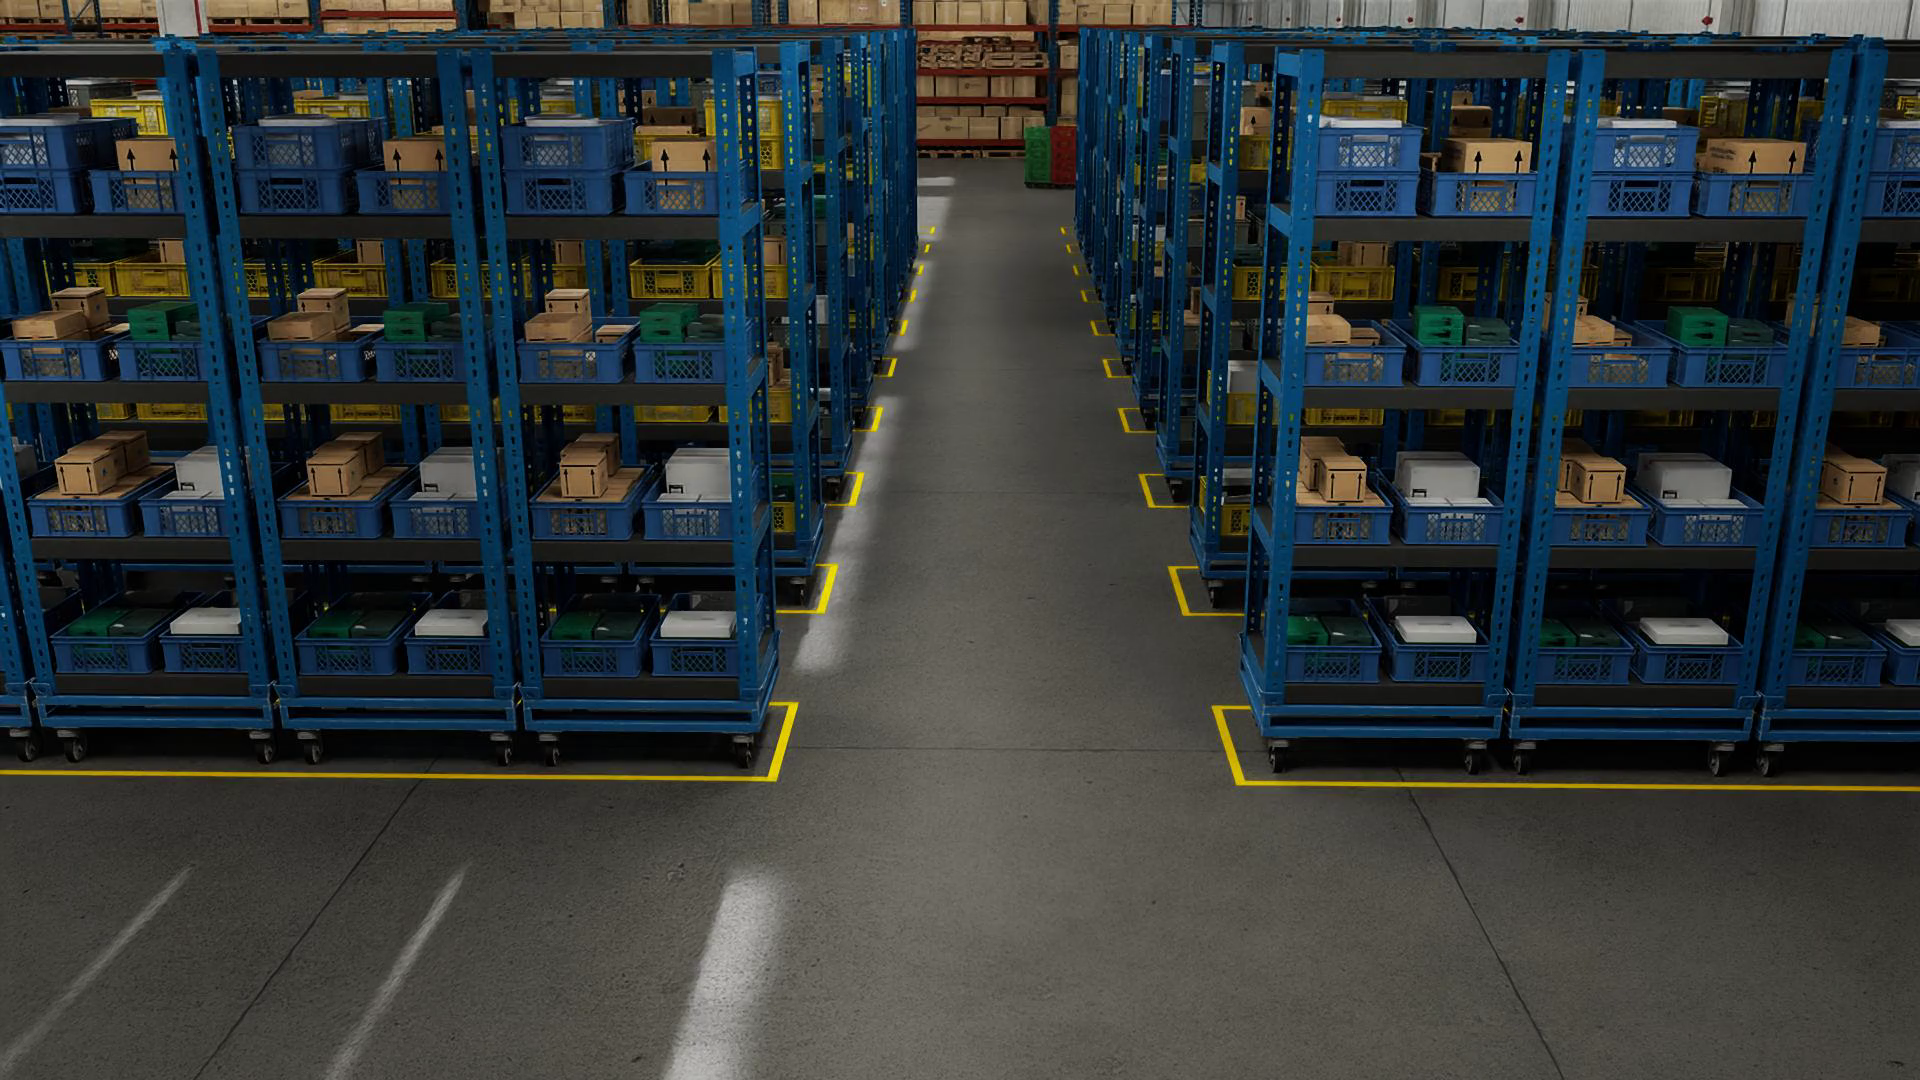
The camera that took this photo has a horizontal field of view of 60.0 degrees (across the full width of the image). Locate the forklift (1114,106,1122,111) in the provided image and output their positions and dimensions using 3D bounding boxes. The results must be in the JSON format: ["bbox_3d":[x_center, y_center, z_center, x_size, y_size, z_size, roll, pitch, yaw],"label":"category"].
[{"bbox_3d":[4.222,-11.232,43.433,1.873,2.768,1.129,0,17,1],"label":"forklift"}]

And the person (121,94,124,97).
[{"bbox_3d":[-24.863,-12.602,49.895,0.683,1.600,0.573,-1,17,-3],"label":"person"}]
